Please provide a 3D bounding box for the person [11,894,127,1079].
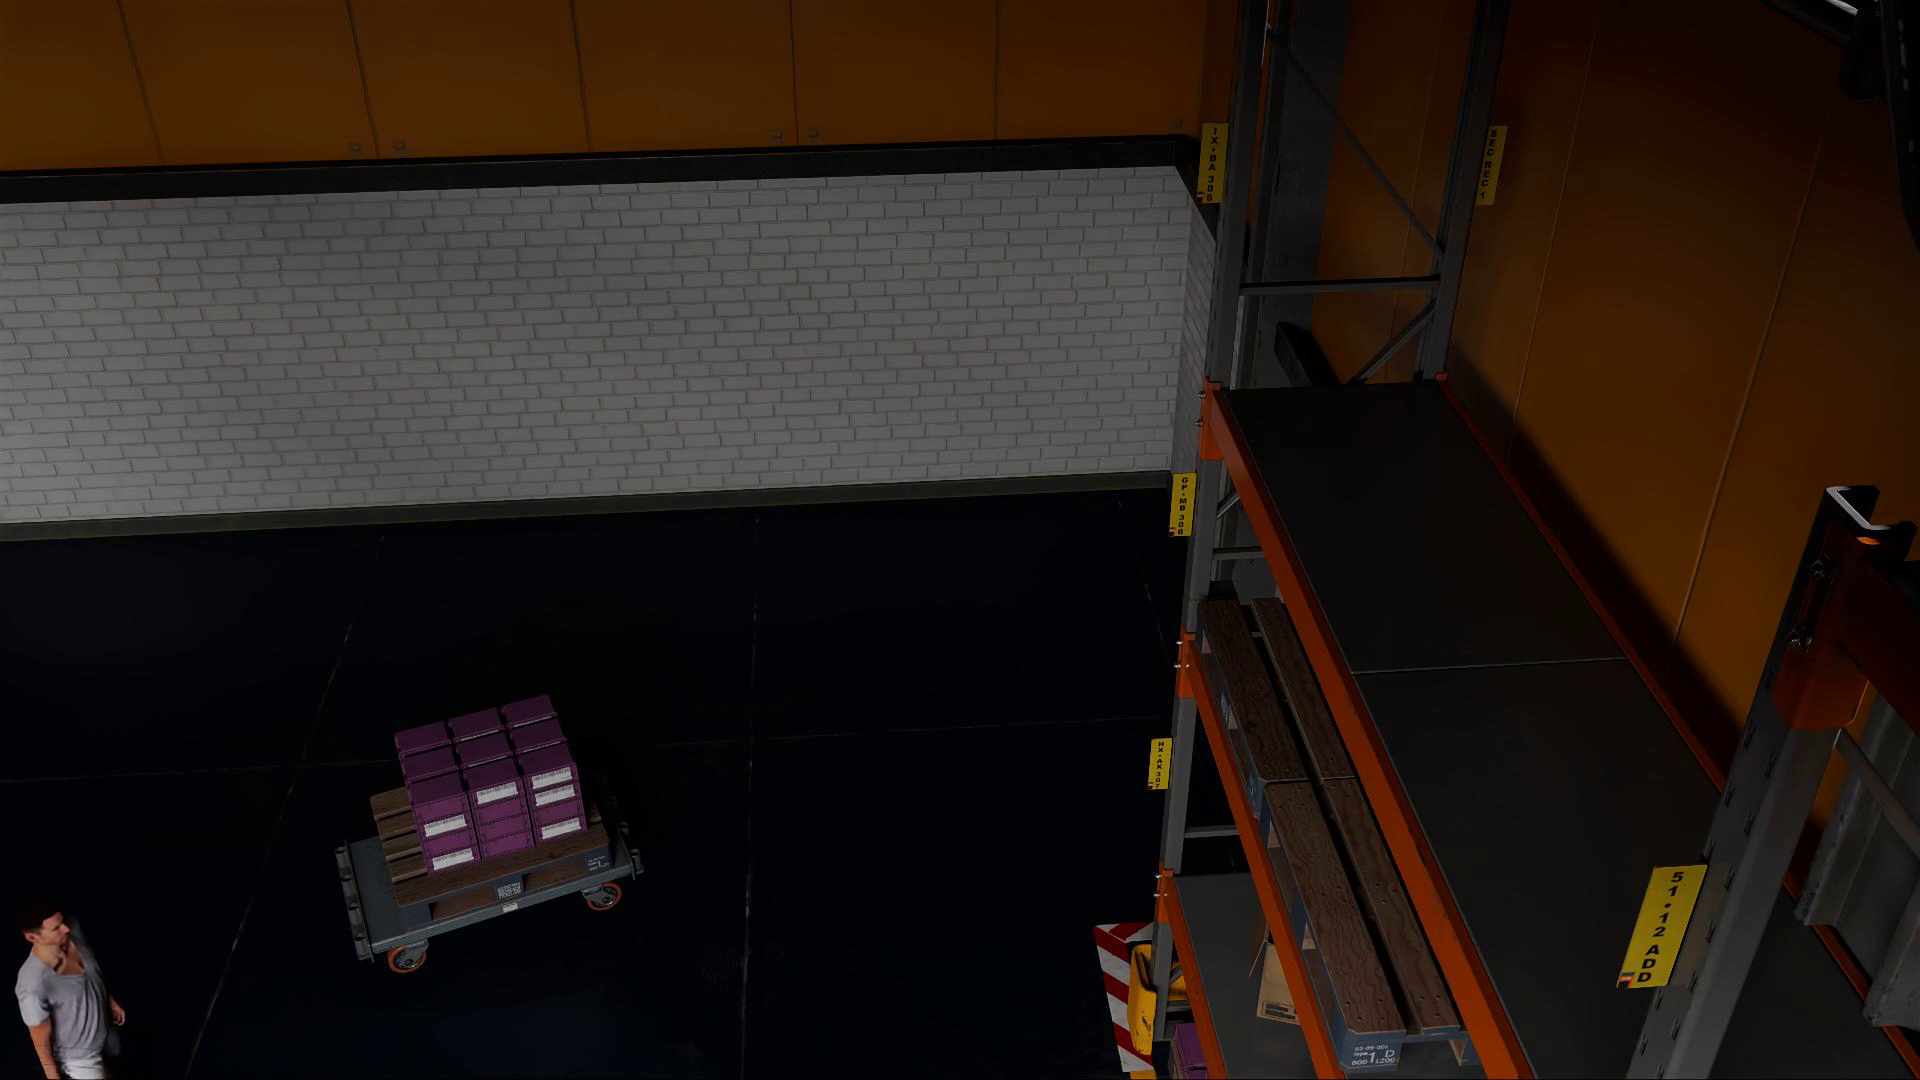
[{"bbox_3d":[-4.293,2.428,8.069,0.981,1.809,0.716,-2,34,-3],"label":"person"}]
